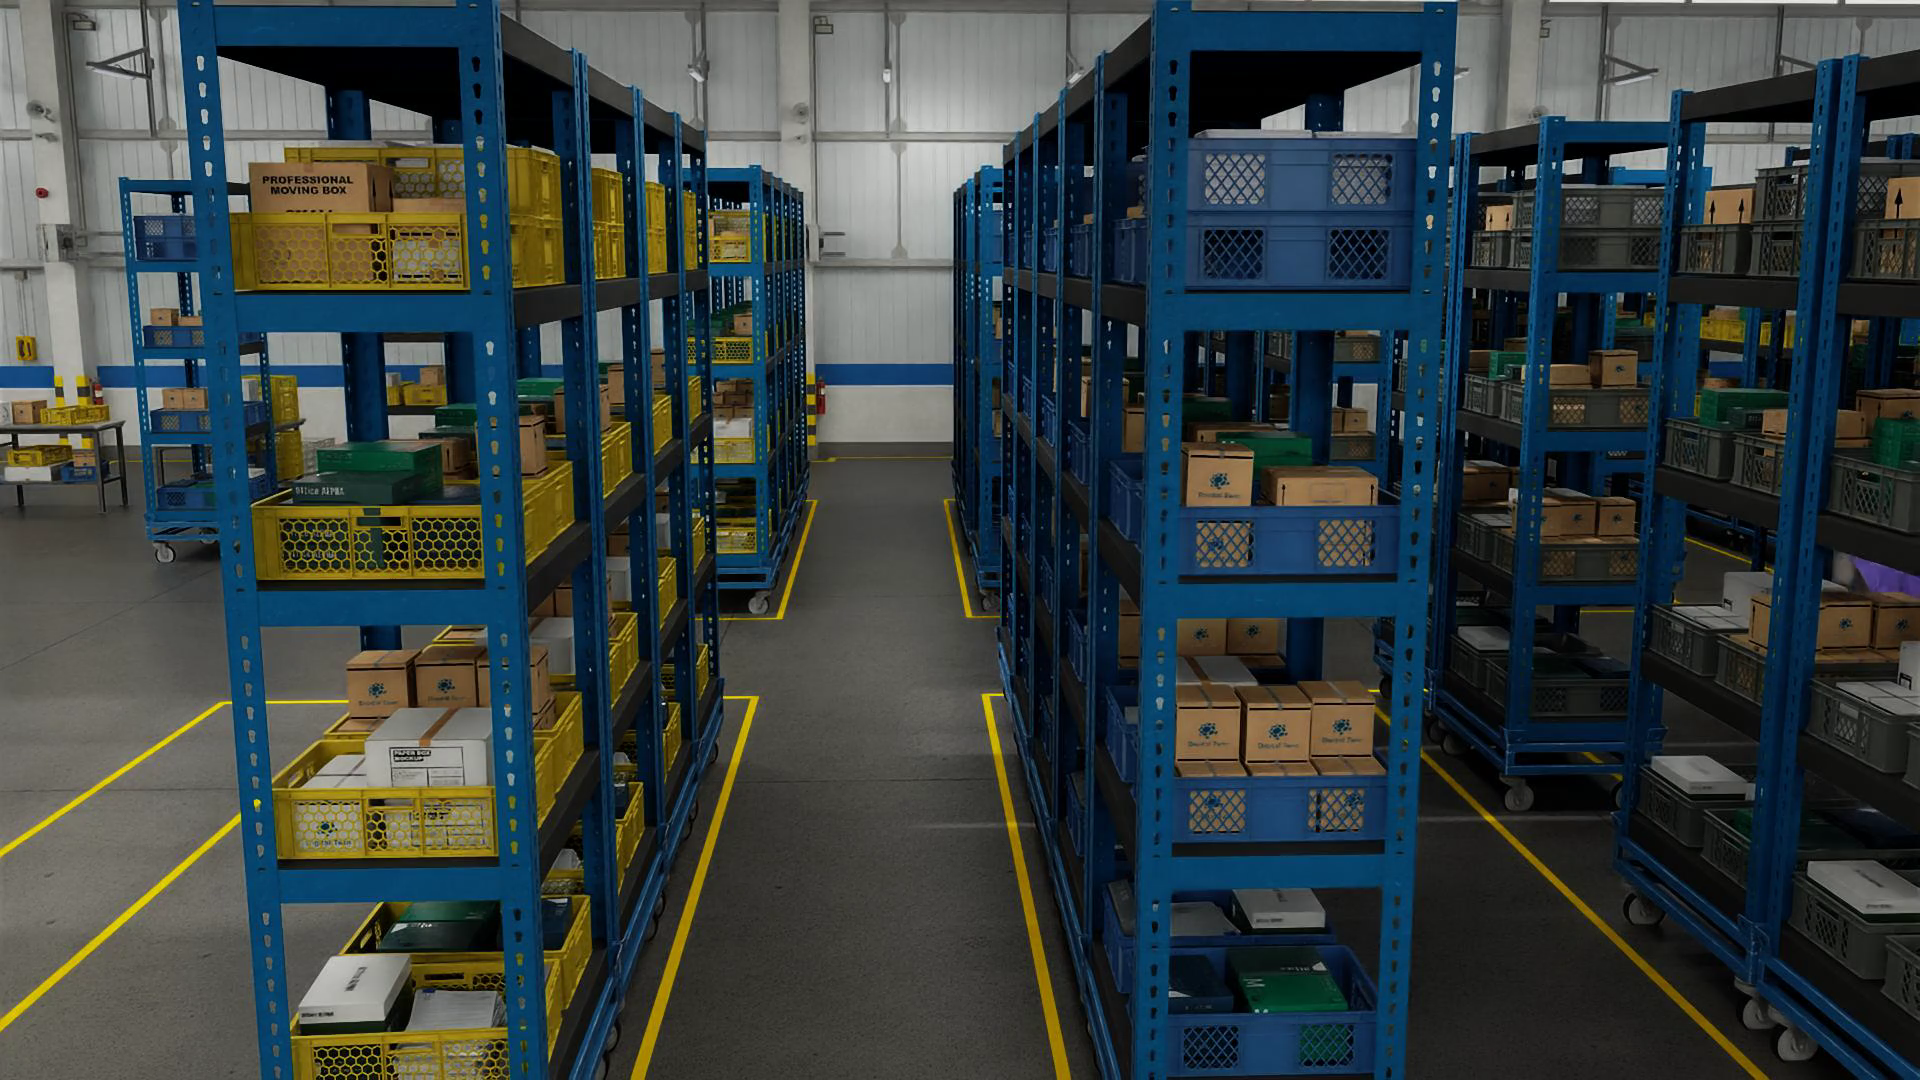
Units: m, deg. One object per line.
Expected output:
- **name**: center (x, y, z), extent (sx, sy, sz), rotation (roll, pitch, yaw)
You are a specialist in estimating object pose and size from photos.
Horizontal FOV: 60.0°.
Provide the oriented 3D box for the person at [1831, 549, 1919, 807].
- **person**: center (4.855, 0.521, 8.801), extent (0.611, 1.827, 0.550), rotation (0, 10, 2)
